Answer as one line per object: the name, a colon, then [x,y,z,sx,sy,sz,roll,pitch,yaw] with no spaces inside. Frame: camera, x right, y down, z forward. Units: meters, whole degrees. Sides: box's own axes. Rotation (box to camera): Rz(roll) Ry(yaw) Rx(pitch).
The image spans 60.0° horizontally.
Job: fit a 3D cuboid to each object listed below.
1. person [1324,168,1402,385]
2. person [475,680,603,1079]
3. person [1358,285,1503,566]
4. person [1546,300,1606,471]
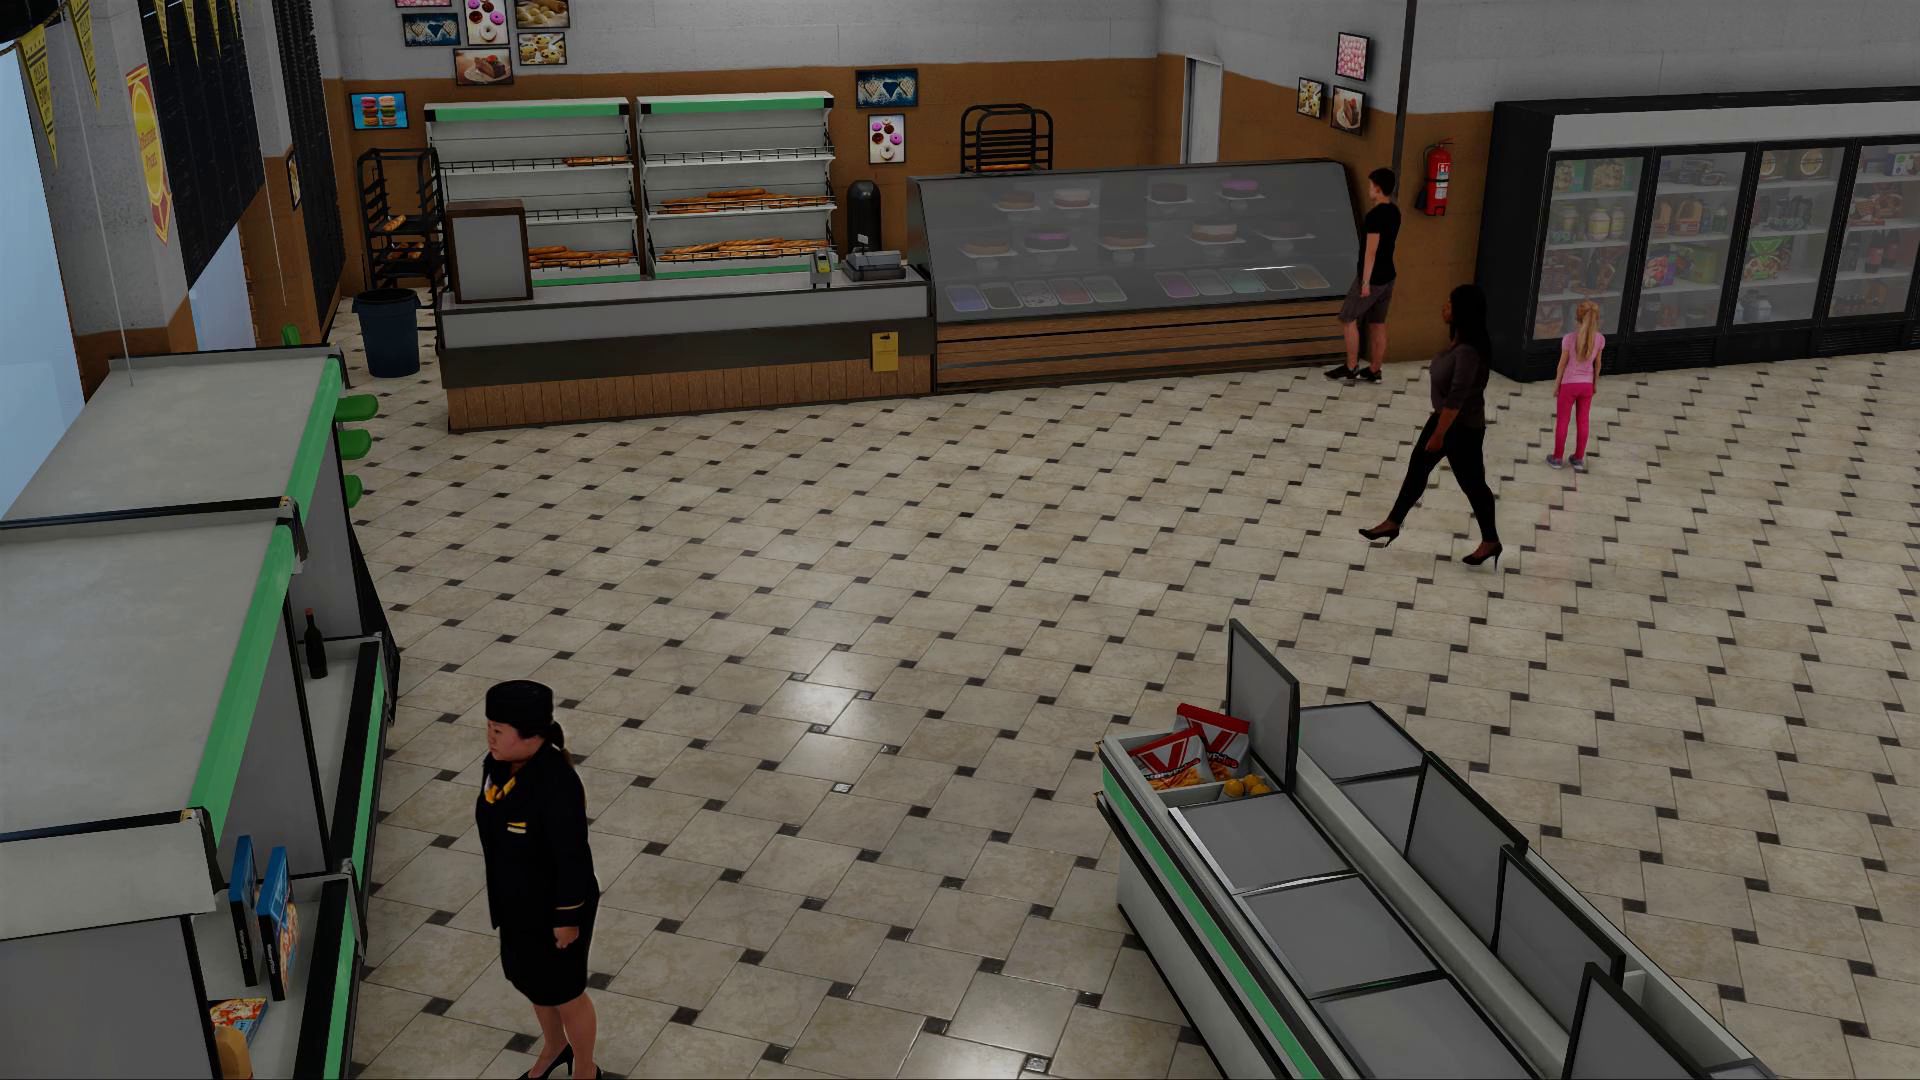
person: [3.626,-2.240,14.260,0.878,1.850,0.834,17,28,37]
person: [-1.449,1.260,5.791,0.864,1.671,0.746,-20,29,-40]
person: [3.209,-0.655,10.392,1.072,1.793,1.171,5,22,12]
person: [4.578,-1.154,12.333,0.514,1.272,0.543,-1,22,-3]
